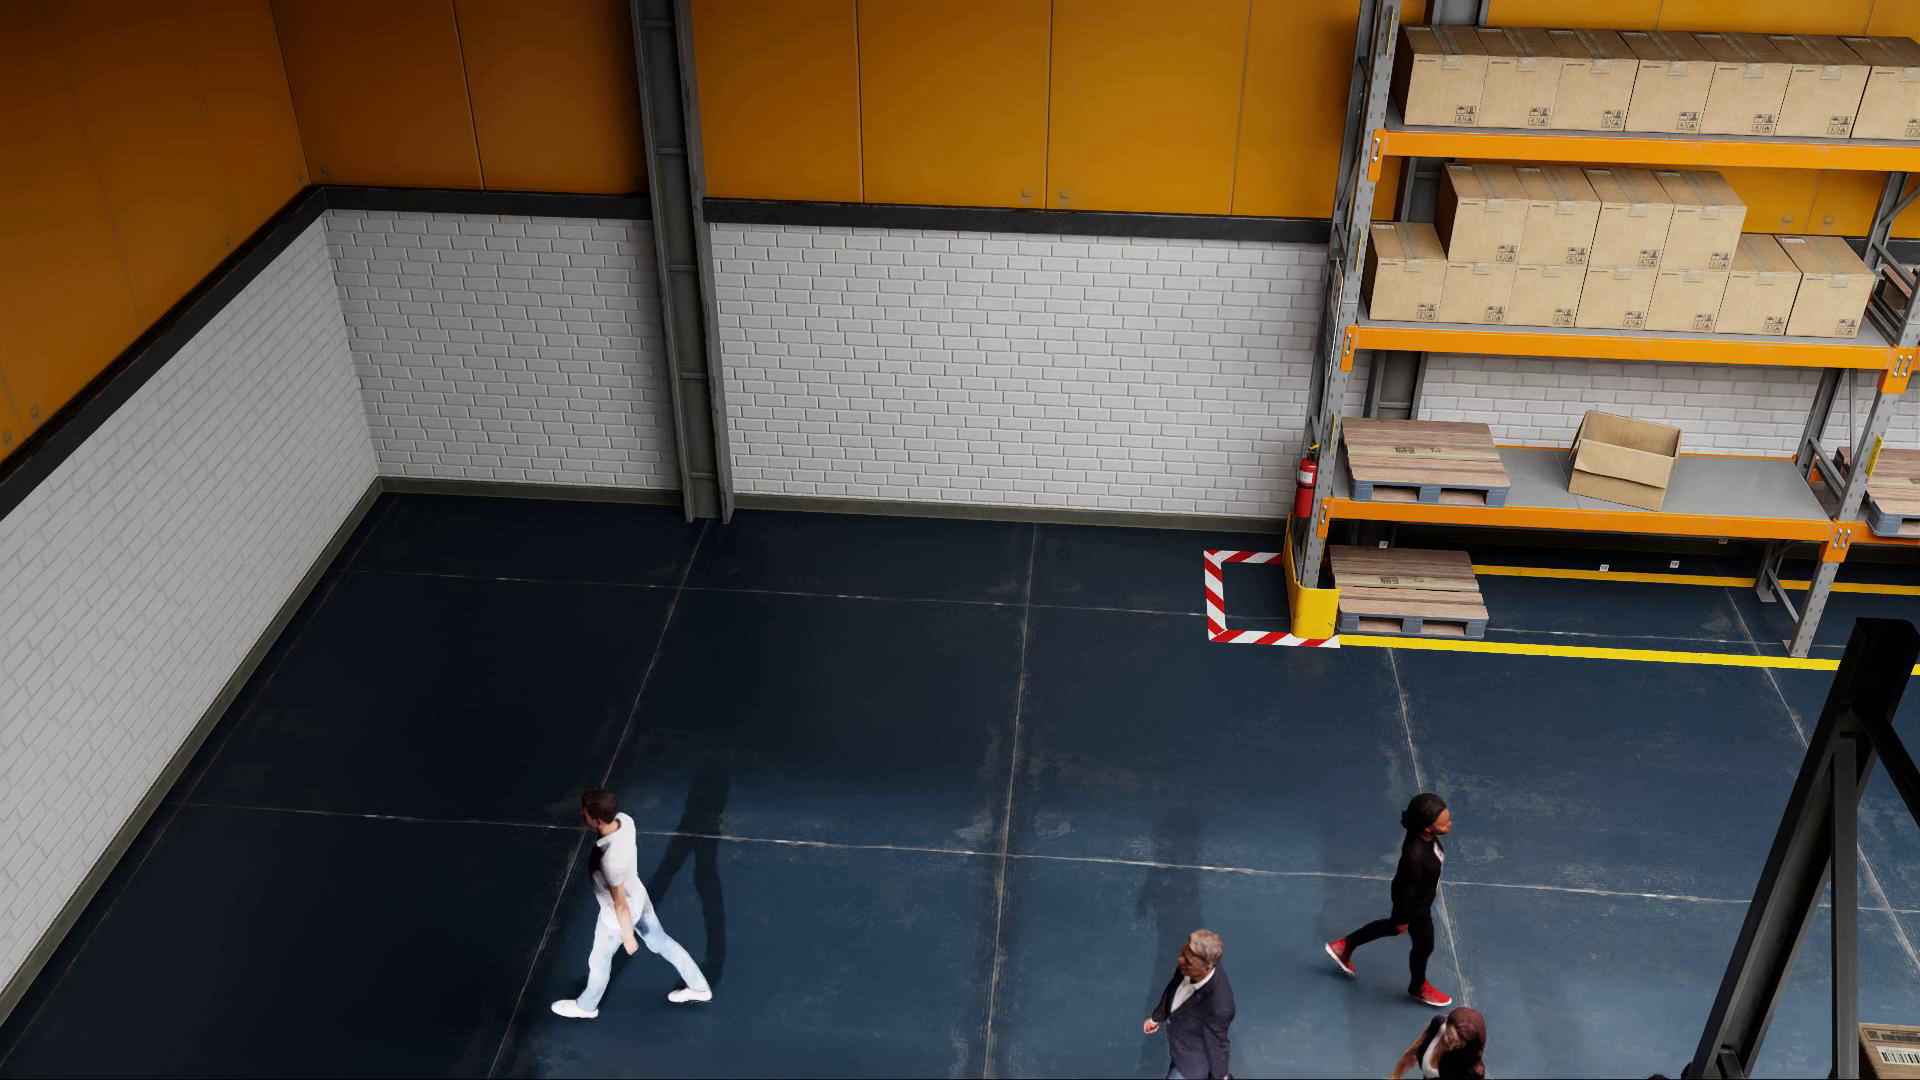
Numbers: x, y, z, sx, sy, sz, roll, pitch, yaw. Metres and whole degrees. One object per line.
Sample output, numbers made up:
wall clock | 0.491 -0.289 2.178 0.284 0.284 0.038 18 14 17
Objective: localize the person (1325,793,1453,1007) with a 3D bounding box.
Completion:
person | 2.698 2.183 10.218 1.107 1.651 0.776 11 35 16

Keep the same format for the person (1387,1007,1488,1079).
person | 2.628 3.040 8.850 1.149 1.740 0.802 -5 34 -7

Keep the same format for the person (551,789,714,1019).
person | -1.922 2.231 10.012 1.230 1.800 0.739 1 34 1

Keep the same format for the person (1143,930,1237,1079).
person | 1.387 2.786 9.200 1.194 1.774 0.829 -4 34 -5
